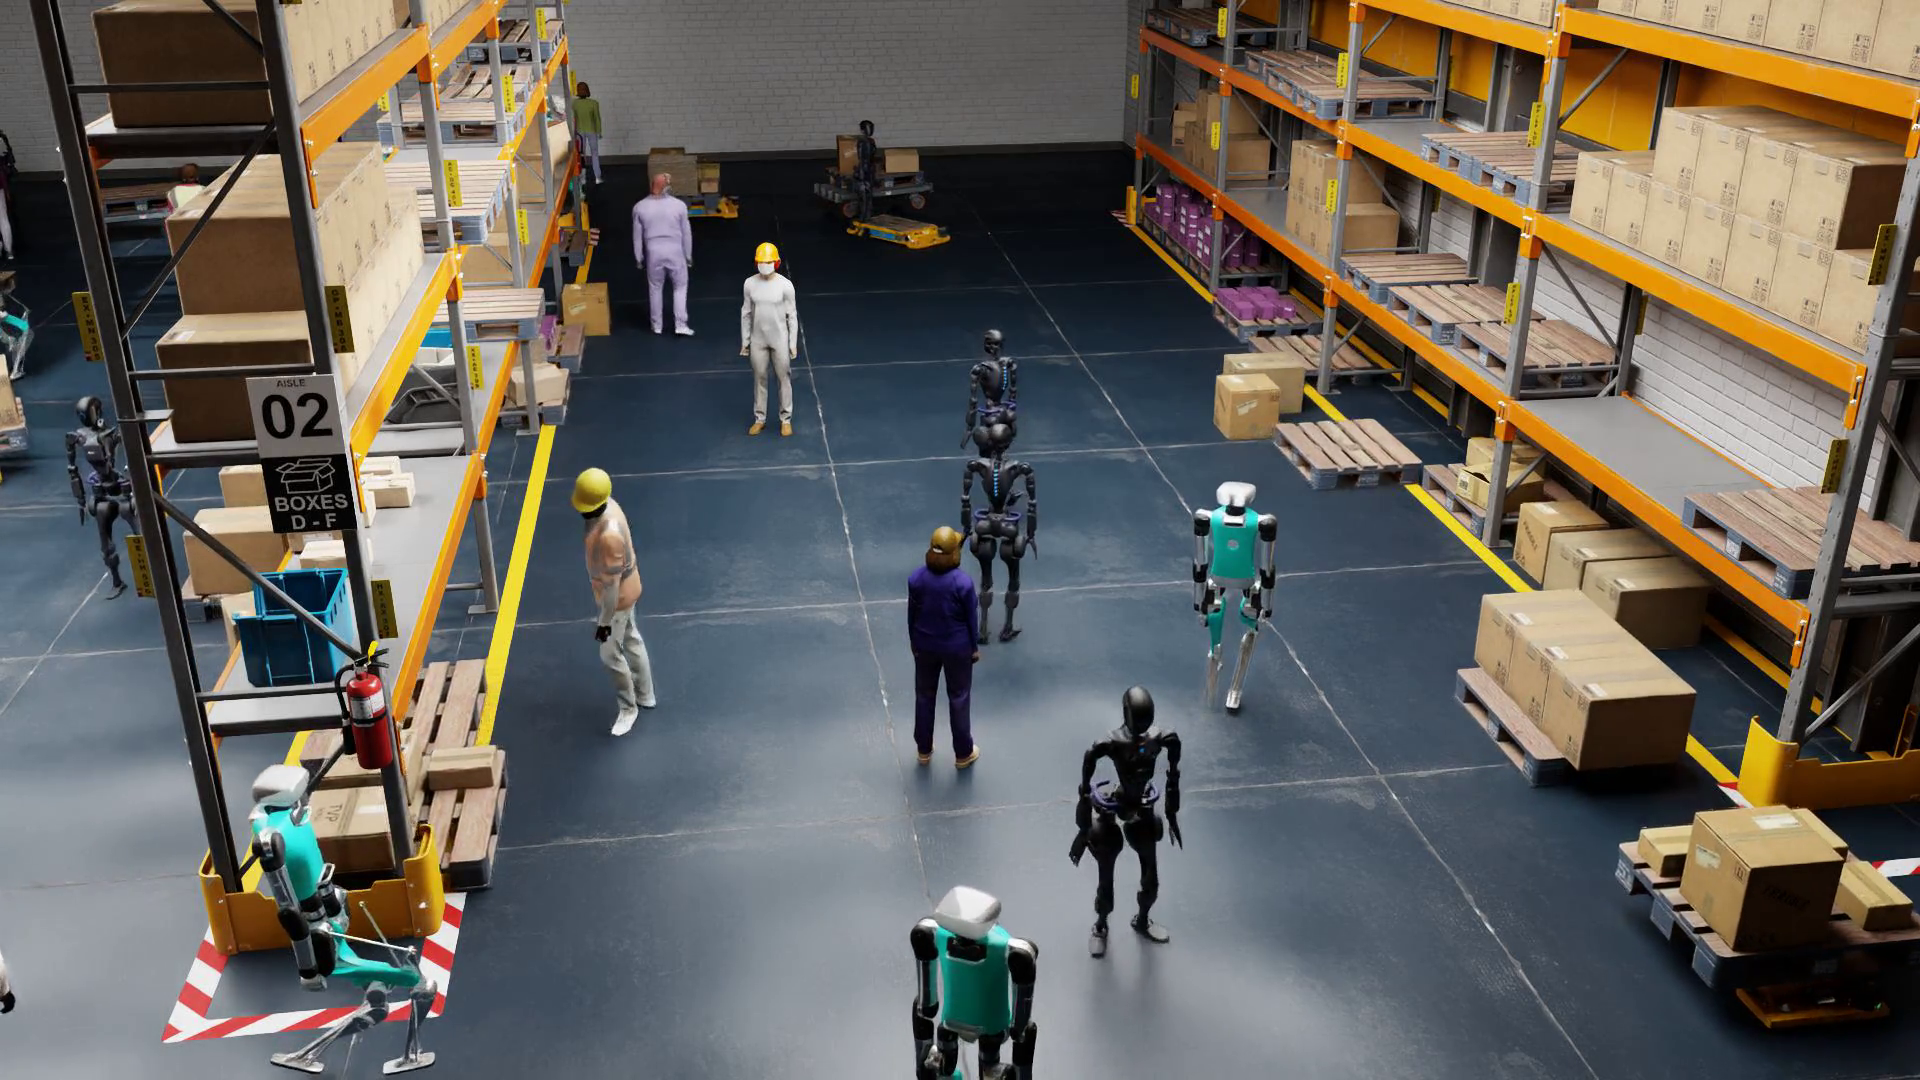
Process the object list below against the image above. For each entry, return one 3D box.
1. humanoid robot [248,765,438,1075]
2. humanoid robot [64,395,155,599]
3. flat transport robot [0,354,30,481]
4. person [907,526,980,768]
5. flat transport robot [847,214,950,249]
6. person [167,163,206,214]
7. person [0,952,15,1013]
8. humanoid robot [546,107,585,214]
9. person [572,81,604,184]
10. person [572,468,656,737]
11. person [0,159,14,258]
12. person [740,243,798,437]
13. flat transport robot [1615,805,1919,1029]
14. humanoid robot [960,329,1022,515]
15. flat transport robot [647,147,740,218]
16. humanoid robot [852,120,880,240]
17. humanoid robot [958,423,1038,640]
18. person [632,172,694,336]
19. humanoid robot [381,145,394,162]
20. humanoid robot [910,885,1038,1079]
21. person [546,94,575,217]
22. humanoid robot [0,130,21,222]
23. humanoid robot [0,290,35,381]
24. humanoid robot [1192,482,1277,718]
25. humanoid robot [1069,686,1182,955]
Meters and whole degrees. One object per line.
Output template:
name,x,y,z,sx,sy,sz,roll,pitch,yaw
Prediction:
humanoid robot,-2.803,1.821,7.722,1.001,1.743,0.538,-3,24,-7
humanoid robot,-6.444,-0.333,12.693,0.592,1.645,0.356,-2,24,-4
flat transport robot,-9.331,-0.791,15.481,0.659,0.231,1.431,-13,27,-27
person,-0.100,0.666,10.470,0.453,1.622,0.353,7,25,16
flat transport robot,-0.885,-4.396,23.694,1.431,0.231,0.659,20,31,38
person,-9.146,-3.613,20.025,0.632,1.822,0.849,-1,24,-3
person,-4.490,2.058,7.107,0.973,1.782,0.732,8,25,17
humanoid robot,-5.701,-5.347,24.137,0.731,1.867,0.554,0,24,-1
person,-6.076,-6.618,27.054,0.499,1.633,0.282,-2,24,-5
person,-2.249,0.361,10.863,0.448,1.877,0.666,-6,24,-14
person,-13.104,-4.745,22.428,0.545,1.930,0.463,-17,29,-34
person,-1.844,-1.935,16.064,0.561,1.898,0.352,3,24,6
flat transport robot,4.252,2.075,8.950,0.659,0.231,1.431,-3,24,-7
humanoid robot,0.301,-0.978,14.152,0.585,1.653,0.416,-21,31,-39
flat transport robot,-4.061,-5.000,25.068,1.431,0.231,0.659,-2,24,-4
humanoid robot,-1.345,-5.122,23.601,0.335,1.647,0.603,7,25,16
humanoid robot,0.264,-0.040,12.028,0.603,1.656,0.341,5,24,12
person,-3.402,-3.271,19.114,0.679,1.899,0.413,0,24,0
humanoid robot,-7.275,-4.375,21.882,0.531,1.768,0.993,0,24,-1
humanoid robot,-0.005,2.250,6.705,0.547,1.731,0.986,10,26,21
person,-6.041,-5.674,24.669,0.761,1.817,0.519,2,24,4
humanoid robot,-14.176,-5.499,24.472,0.614,1.638,0.431,-2,24,-5
humanoid robot,-10.169,-2.464,17.611,0.563,1.908,0.746,8,25,18
humanoid robot,1.820,0.401,11.031,0.541,1.846,0.766,6,24,14
humanoid robot,0.866,1.448,8.633,0.611,1.627,0.411,-7,25,-15
